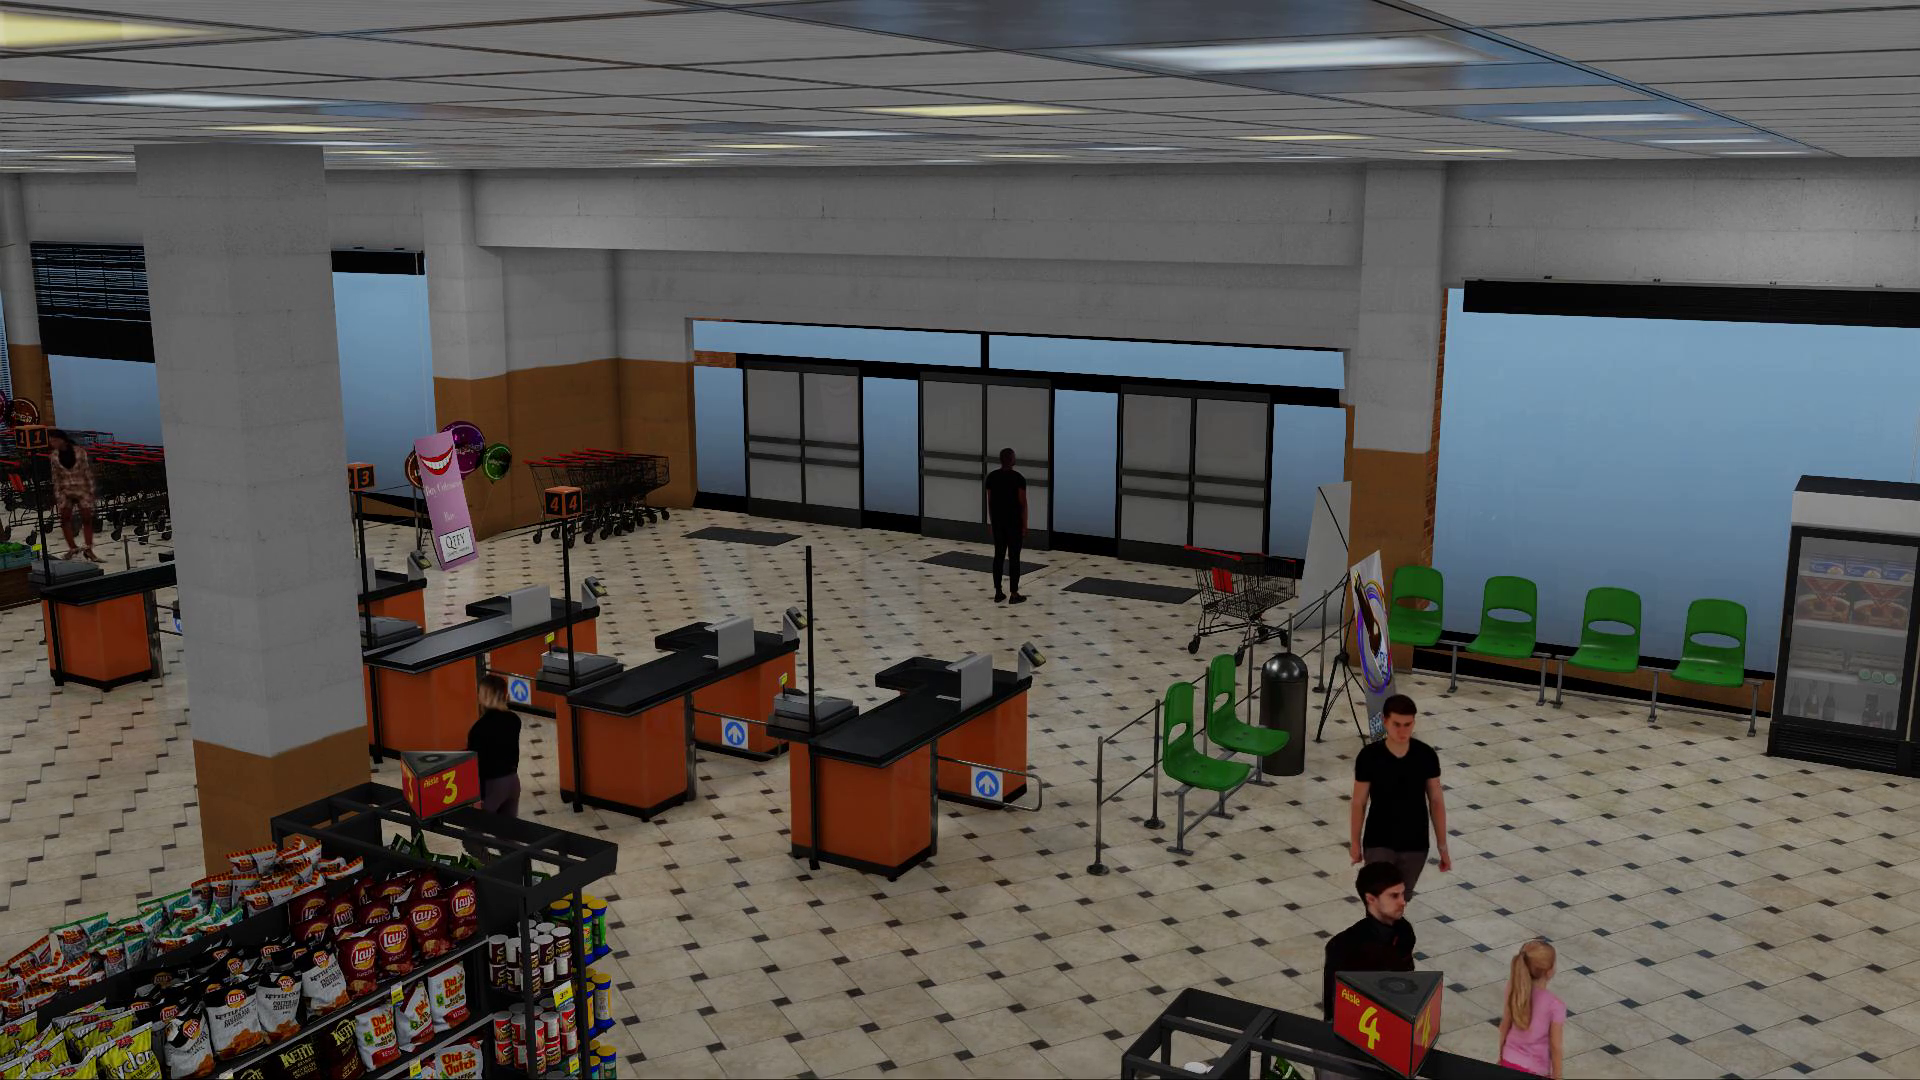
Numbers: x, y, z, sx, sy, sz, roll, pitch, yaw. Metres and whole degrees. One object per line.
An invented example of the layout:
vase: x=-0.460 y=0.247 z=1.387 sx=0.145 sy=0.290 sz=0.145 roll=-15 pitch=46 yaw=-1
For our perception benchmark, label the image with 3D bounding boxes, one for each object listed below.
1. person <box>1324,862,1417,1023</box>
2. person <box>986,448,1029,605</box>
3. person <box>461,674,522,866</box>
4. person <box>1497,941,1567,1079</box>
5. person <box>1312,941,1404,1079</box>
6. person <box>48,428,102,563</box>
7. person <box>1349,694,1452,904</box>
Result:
person: x=1.774 y=2.300 z=7.591 sx=0.730 sy=1.827 sz=0.877 roll=-8 pitch=14 yaw=-34
person: x=0.550 y=-0.172 z=19.350 sx=0.656 sy=1.819 sz=0.542 roll=7 pitch=14 yaw=29
person: x=-2.963 y=1.699 z=10.843 sx=0.694 sy=1.663 sz=0.522 roll=6 pitch=13 yaw=25
person: x=2.664 y=2.524 z=7.917 sx=0.863 sy=1.255 sz=0.682 roll=-8 pitch=15 yaw=-35
person: x=1.527 y=2.463 z=6.663 sx=0.672 sy=1.891 sz=0.851 roll=-11 pitch=16 yaw=-43
person: x=-11.327 y=-0.574 z=21.381 sx=0.703 sy=1.770 sz=0.803 roll=-10 pitch=15 yaw=-39
person: x=2.599 y=1.799 z=9.996 sx=1.089 sy=1.817 sz=1.260 roll=-1 pitch=12 yaw=-4
